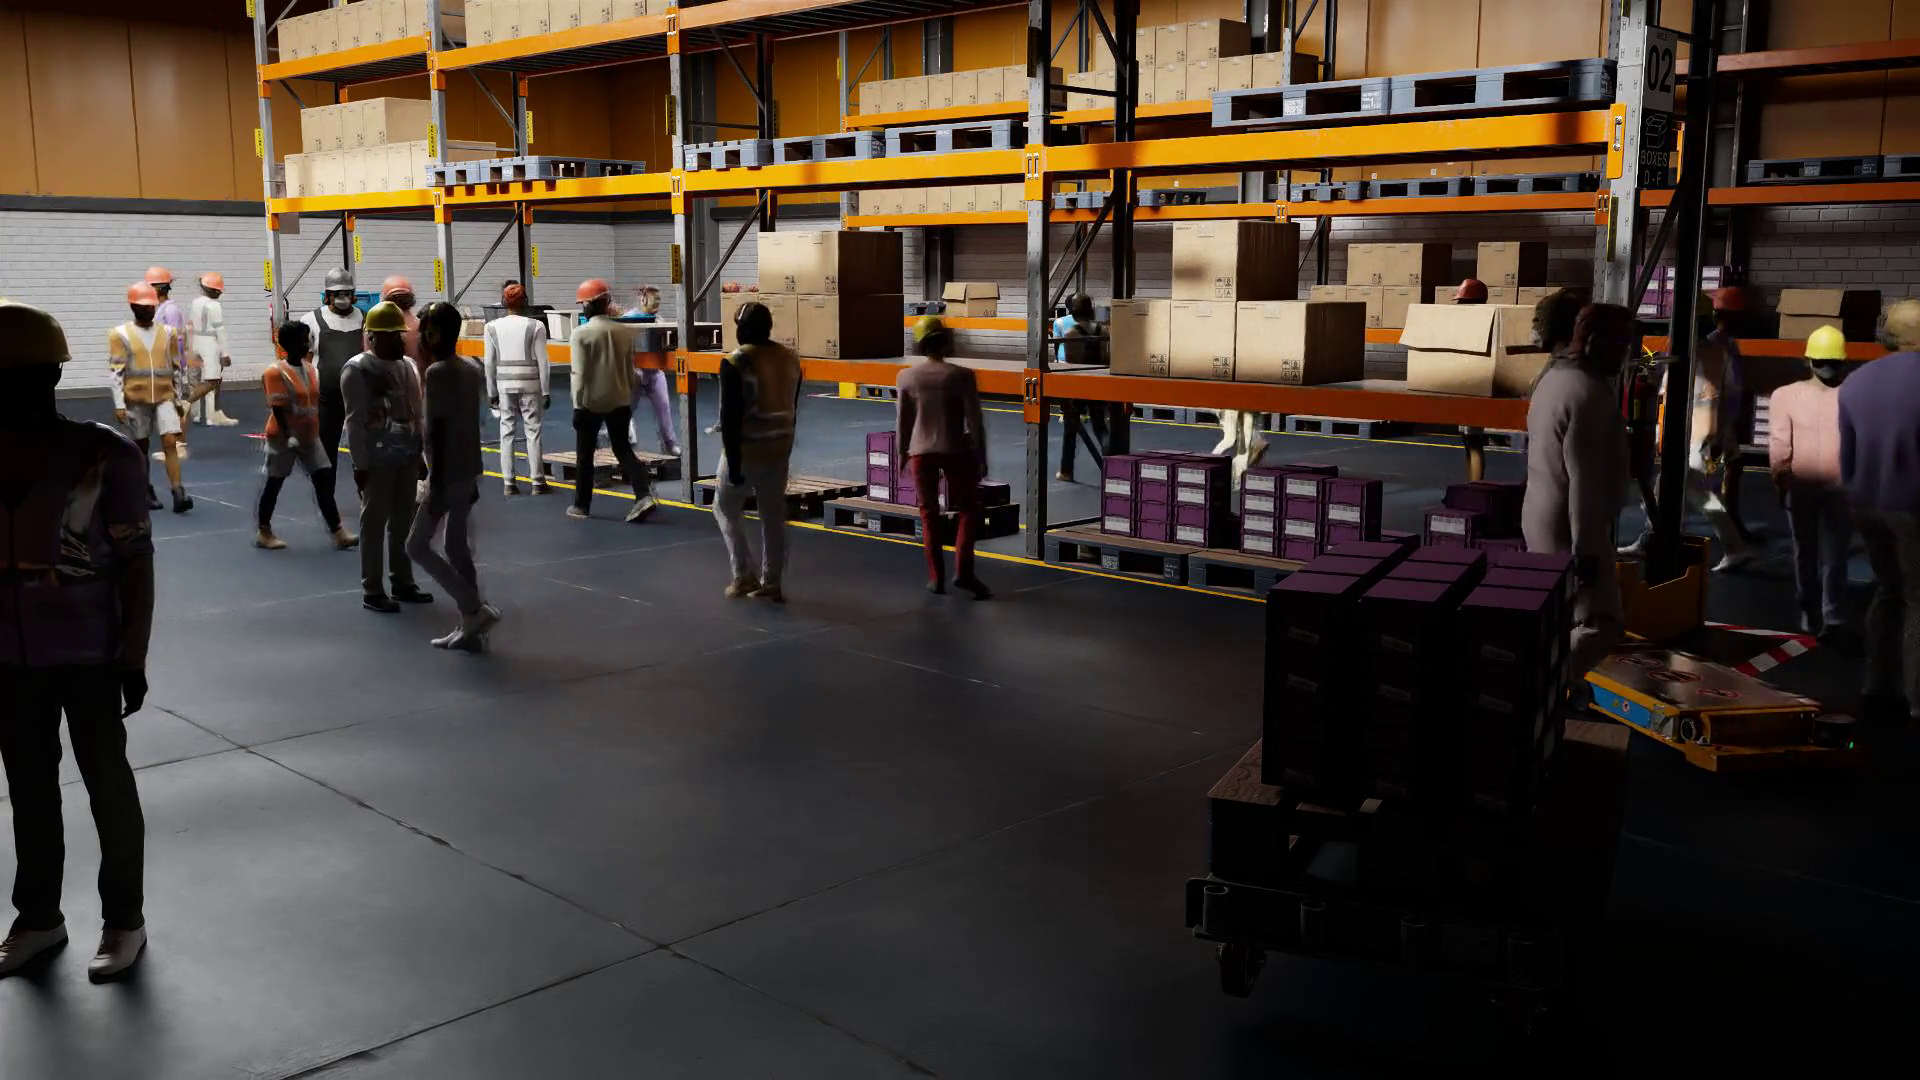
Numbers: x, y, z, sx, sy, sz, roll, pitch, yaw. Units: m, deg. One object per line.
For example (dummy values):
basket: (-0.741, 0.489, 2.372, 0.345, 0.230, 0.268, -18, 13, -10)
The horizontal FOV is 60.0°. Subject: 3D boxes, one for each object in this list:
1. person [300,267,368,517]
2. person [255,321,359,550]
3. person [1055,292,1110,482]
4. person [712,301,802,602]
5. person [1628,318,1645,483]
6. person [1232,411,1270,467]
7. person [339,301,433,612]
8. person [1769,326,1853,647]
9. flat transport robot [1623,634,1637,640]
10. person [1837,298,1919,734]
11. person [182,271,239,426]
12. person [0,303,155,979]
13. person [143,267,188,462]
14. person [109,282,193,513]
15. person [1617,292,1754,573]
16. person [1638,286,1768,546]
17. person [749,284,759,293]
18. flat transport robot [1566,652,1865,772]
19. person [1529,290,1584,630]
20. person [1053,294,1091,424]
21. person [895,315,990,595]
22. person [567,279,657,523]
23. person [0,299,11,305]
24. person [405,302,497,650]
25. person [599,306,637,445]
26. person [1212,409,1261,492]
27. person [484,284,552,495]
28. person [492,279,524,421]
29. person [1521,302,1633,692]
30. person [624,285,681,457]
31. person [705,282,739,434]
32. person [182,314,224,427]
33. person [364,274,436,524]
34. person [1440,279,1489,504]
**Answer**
person: (-5.029, -1.211, 13.637, 0.681, 2.000, 0.536, -6, 11, -32)
person: (-4.741, -0.734, 11.884, 0.857, 1.652, 0.546, 4, 10, 23)
person: (1.209, -1.400, 15.523, 0.524, 1.815, 0.900, -4, 10, -23)
person: (-1.245, -0.526, 10.088, 0.647, 1.825, 0.489, -9, 13, -44)
person: (6.169, -1.453, 15.638, 0.518, 1.874, 0.327, -3, 10, -17)
person: (2.943, -1.618, 16.789, 0.640, 1.821, 0.584, -6, 11, -31)
person: (-3.388, -0.499, 9.908, 0.403, 1.830, 0.599, 4, 10, 22)
person: (4.655, -0.290, 9.001, 0.543, 1.718, 0.796, 5, 10, 27)
flat transport robot: (2.743, 0.551, 8.243, 1.431, 0.197, 0.652, -2, 9, -9)
person: (4.168, -0.109, 7.365, 0.421, 1.902, 0.653, -4, 10, -22)
person: (-9.624, -2.404, 21.101, 0.627, 2.001, 0.844, 9, 13, 43)
person: (-2.592, 0.296, 4.747, 0.585, 1.927, 0.366, 1, 9, 3)
person: (-8.380, -1.834, 17.521, 0.403, 2.035, 0.629, -7, 12, -37)
person: (-6.655, -1.155, 13.705, 0.569, 1.897, 0.943, -7, 12, -38)
person: (4.965, -0.739, 11.240, 0.586, 1.886, 0.992, -8, 12, -41)
person: (5.559, -0.931, 12.356, 0.885, 1.909, 0.555, 6, 11, 34)
person: (-2.285, -2.056, 19.431, 0.397, 1.840, 0.564, 4, 10, 22)
flat transport robot: (3.181, 0.708, 7.282, 0.652, 0.197, 1.431, -2, 9, -9)
person: (2.900, -0.227, 8.001, 0.410, 1.924, 0.629, 6, 11, 31)
person: (1.477, -2.359, 21.732, 0.534, 1.697, 0.318, 1, 9, 4)
person: (-0.122, -0.518, 10.317, 0.594, 1.737, 0.466, 2, 9, 11)
person: (-2.807, -1.105, 13.302, 0.944, 1.954, 0.666, 9, 13, 43)
person: (-6.967, -0.861, 12.294, 0.649, 1.804, 0.431, 8, 12, 41)
person: (-2.710, -0.316, 8.731, 0.395, 1.846, 0.539, 2, 9, 10)
person: (-3.985, -1.895, 19.206, 0.849, 1.593, 0.516, 7, 12, 39)
person: (2.475, -1.228, 15.021, 0.517, 1.615, 0.459, -5, 10, -28)
person: (-3.943, -1.333, 14.867, 0.574, 1.883, 0.360, 1, 9, 4)
person: (-6.003, -2.531, 22.206, 0.597, 1.896, 0.822, -8, 13, -42)
person: (2.524, -0.024, 6.818, 0.401, 1.886, 0.685, 1, 9, 4)
person: (-3.348, -1.778, 17.717, 1.030, 1.849, 0.647, 8, 12, 39)
person: (-2.703, -2.210, 20.300, 0.801, 1.863, 0.583, 1, 9, 6)
person: (-9.807, -2.277, 21.515, 0.531, 1.598, 0.822, -4, 10, -24)
person: (-4.325, -1.087, 13.056, 0.646, 1.978, 0.499, -1, 9, -9)
person: (4.288, -1.223, 14.019, 0.361, 1.940, 0.543, 1, 9, 8)
